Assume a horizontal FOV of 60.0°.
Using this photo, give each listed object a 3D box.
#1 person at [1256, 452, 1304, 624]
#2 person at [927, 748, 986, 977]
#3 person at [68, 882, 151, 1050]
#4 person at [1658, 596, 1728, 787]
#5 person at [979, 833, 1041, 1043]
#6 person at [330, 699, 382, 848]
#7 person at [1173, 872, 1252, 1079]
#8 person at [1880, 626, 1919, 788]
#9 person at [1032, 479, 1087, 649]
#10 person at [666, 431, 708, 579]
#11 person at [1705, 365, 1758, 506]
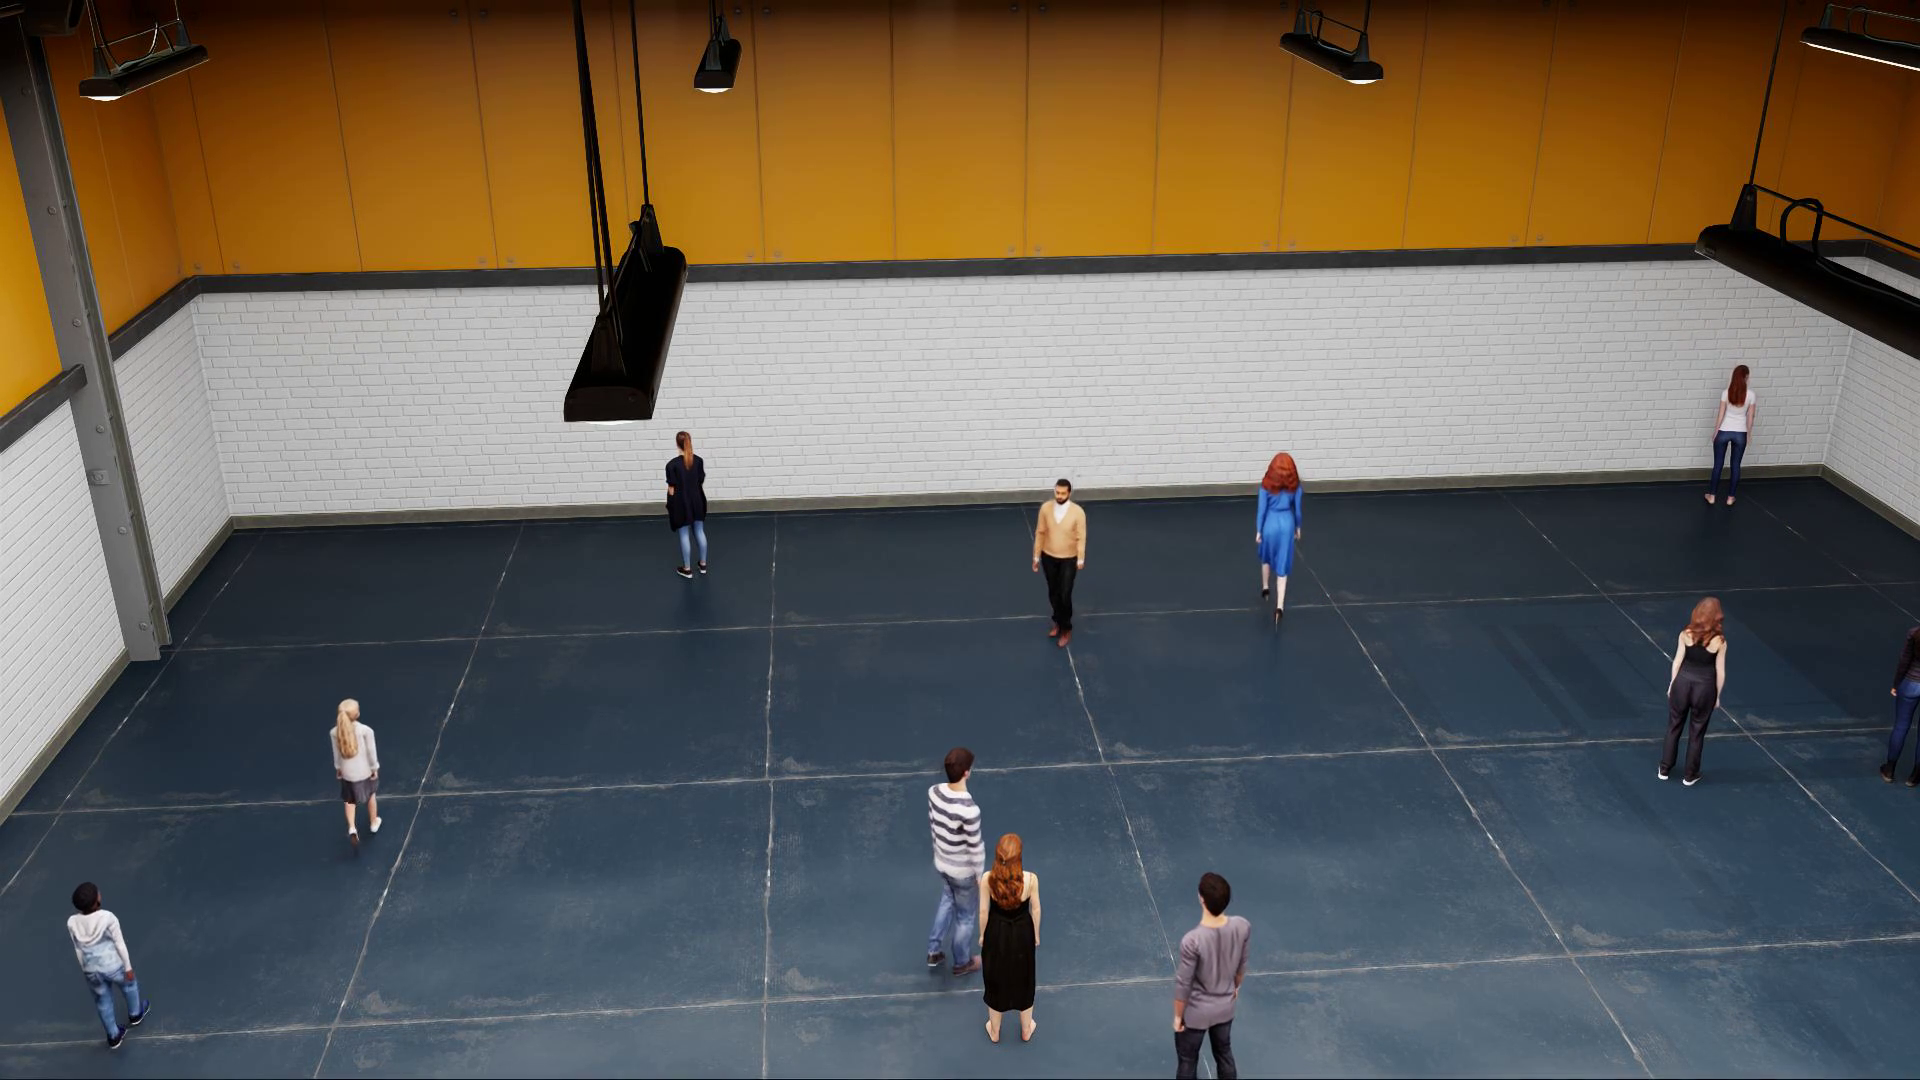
[{"bbox_3d":[3.289,0.012,17.155,0.799,1.786,1.154,4,24,9],"label":"person"},{"bbox_3d":[-0.031,2.318,11.806,0.868,1.844,0.798,-20,31,-38],"label":"person"},{"bbox_3d":[-5.797,2.894,11.229,0.526,1.251,0.667,-4,24,-10],"label":"person"},{"bbox_3d":[6.302,1.287,14.286,0.660,1.747,0.699,14,27,30],"label":"person"},{"bbox_3d":[0.327,2.687,11.237,0.584,1.624,0.583,0,24,0],"label":"person"},{"bbox_3d":[-4.919,1.893,13.509,0.536,1.260,0.758,-3,24,-8],"label":"person"},{"bbox_3d":[1.561,2.908,10.452,0.740,1.847,0.665,-10,25,-21],"label":"person"},{"bbox_3d":[8.257,1.297,14.264,0.718,1.746,0.743,12,27,26],"label":"person"},{"bbox_3d":[1.043,0.163,16.870,0.829,1.737,0.889,12,26,25],"label":"person"},{"bbox_3d":[-2.981,-0.403,18.231,0.714,1.683,0.716,-14,27,-29],"label":"person"},{"bbox_3d":[9.346,-1.268,20.143,0.641,1.737,0.645,8,25,18],"label":"person"}]
